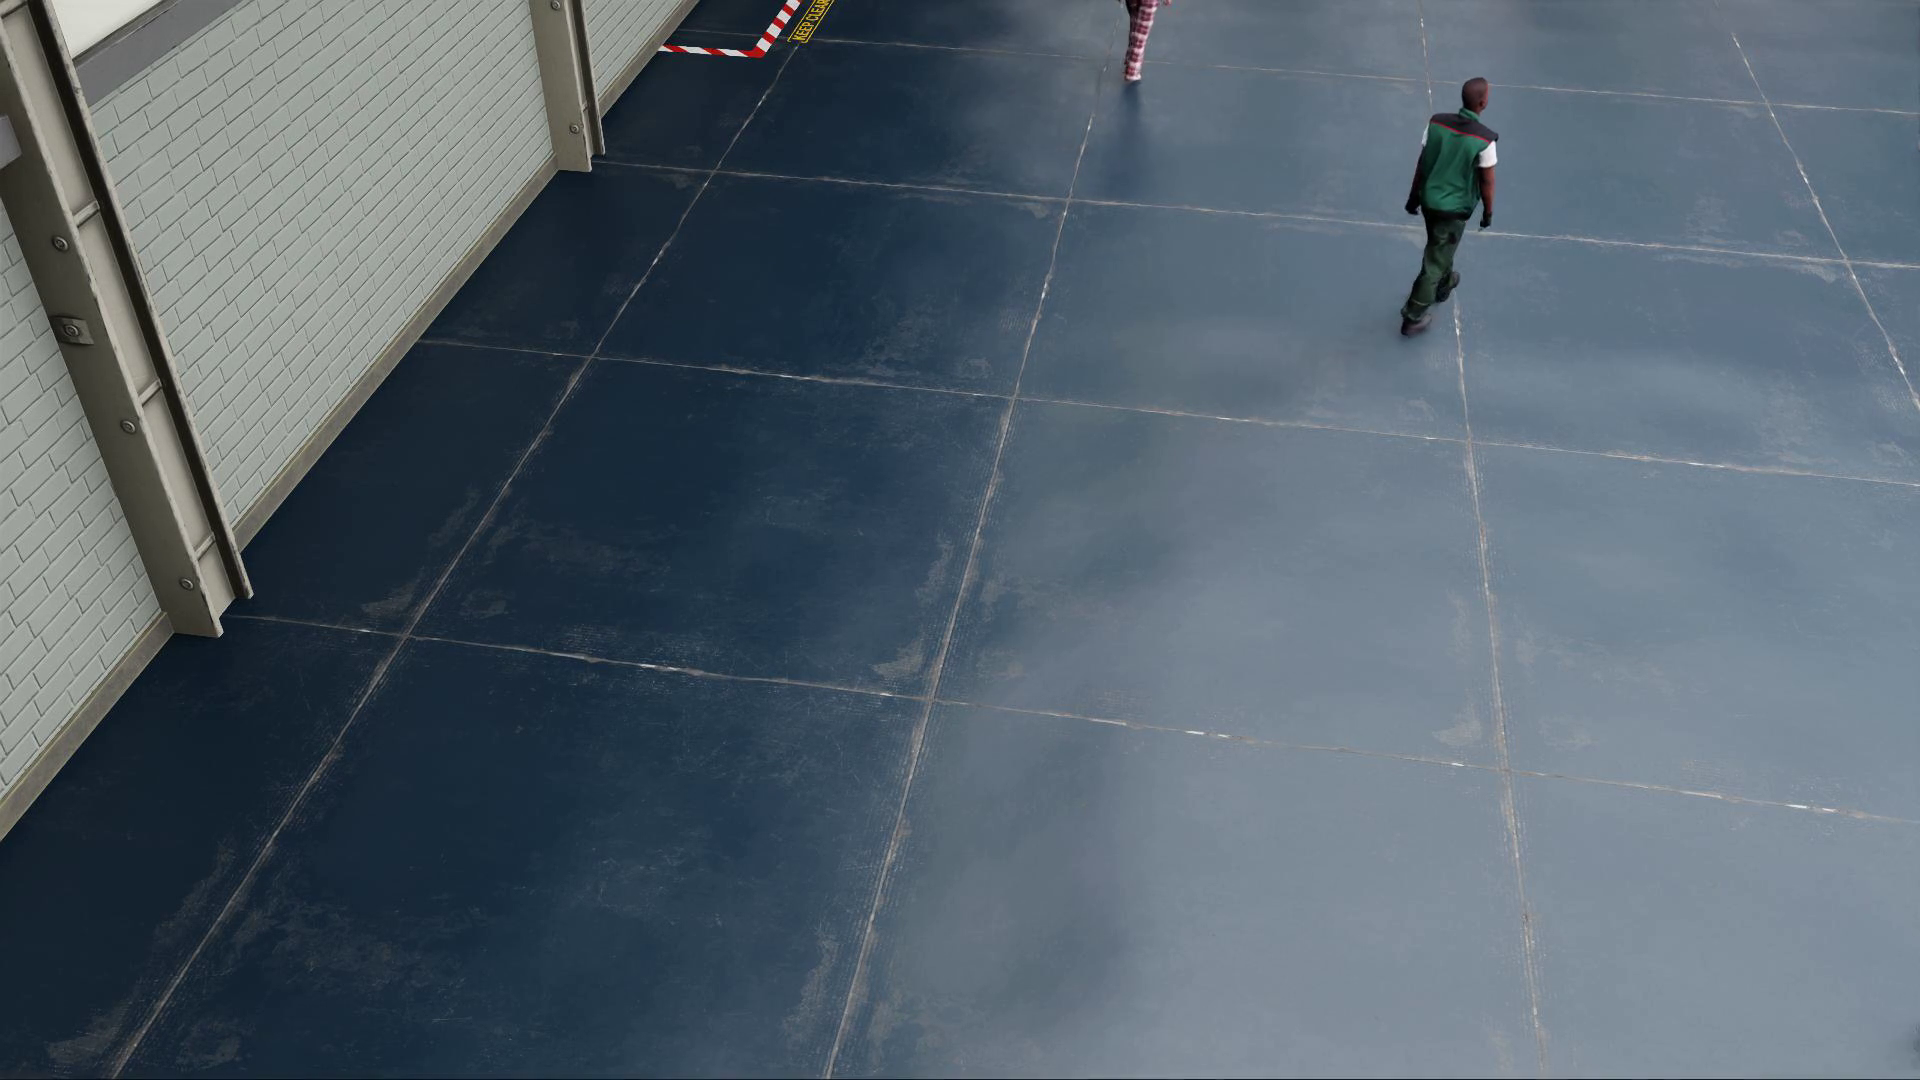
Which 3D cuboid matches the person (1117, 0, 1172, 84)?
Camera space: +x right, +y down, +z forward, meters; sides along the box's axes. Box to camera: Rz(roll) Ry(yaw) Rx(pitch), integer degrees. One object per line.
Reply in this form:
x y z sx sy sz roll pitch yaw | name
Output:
1.601 -4.931 14.946 0.760 1.686 0.786 20 42 23 | person

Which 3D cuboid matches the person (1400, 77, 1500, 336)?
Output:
3.289 -2.241 11.413 1.195 1.802 1.082 -30 47 -32 | person
